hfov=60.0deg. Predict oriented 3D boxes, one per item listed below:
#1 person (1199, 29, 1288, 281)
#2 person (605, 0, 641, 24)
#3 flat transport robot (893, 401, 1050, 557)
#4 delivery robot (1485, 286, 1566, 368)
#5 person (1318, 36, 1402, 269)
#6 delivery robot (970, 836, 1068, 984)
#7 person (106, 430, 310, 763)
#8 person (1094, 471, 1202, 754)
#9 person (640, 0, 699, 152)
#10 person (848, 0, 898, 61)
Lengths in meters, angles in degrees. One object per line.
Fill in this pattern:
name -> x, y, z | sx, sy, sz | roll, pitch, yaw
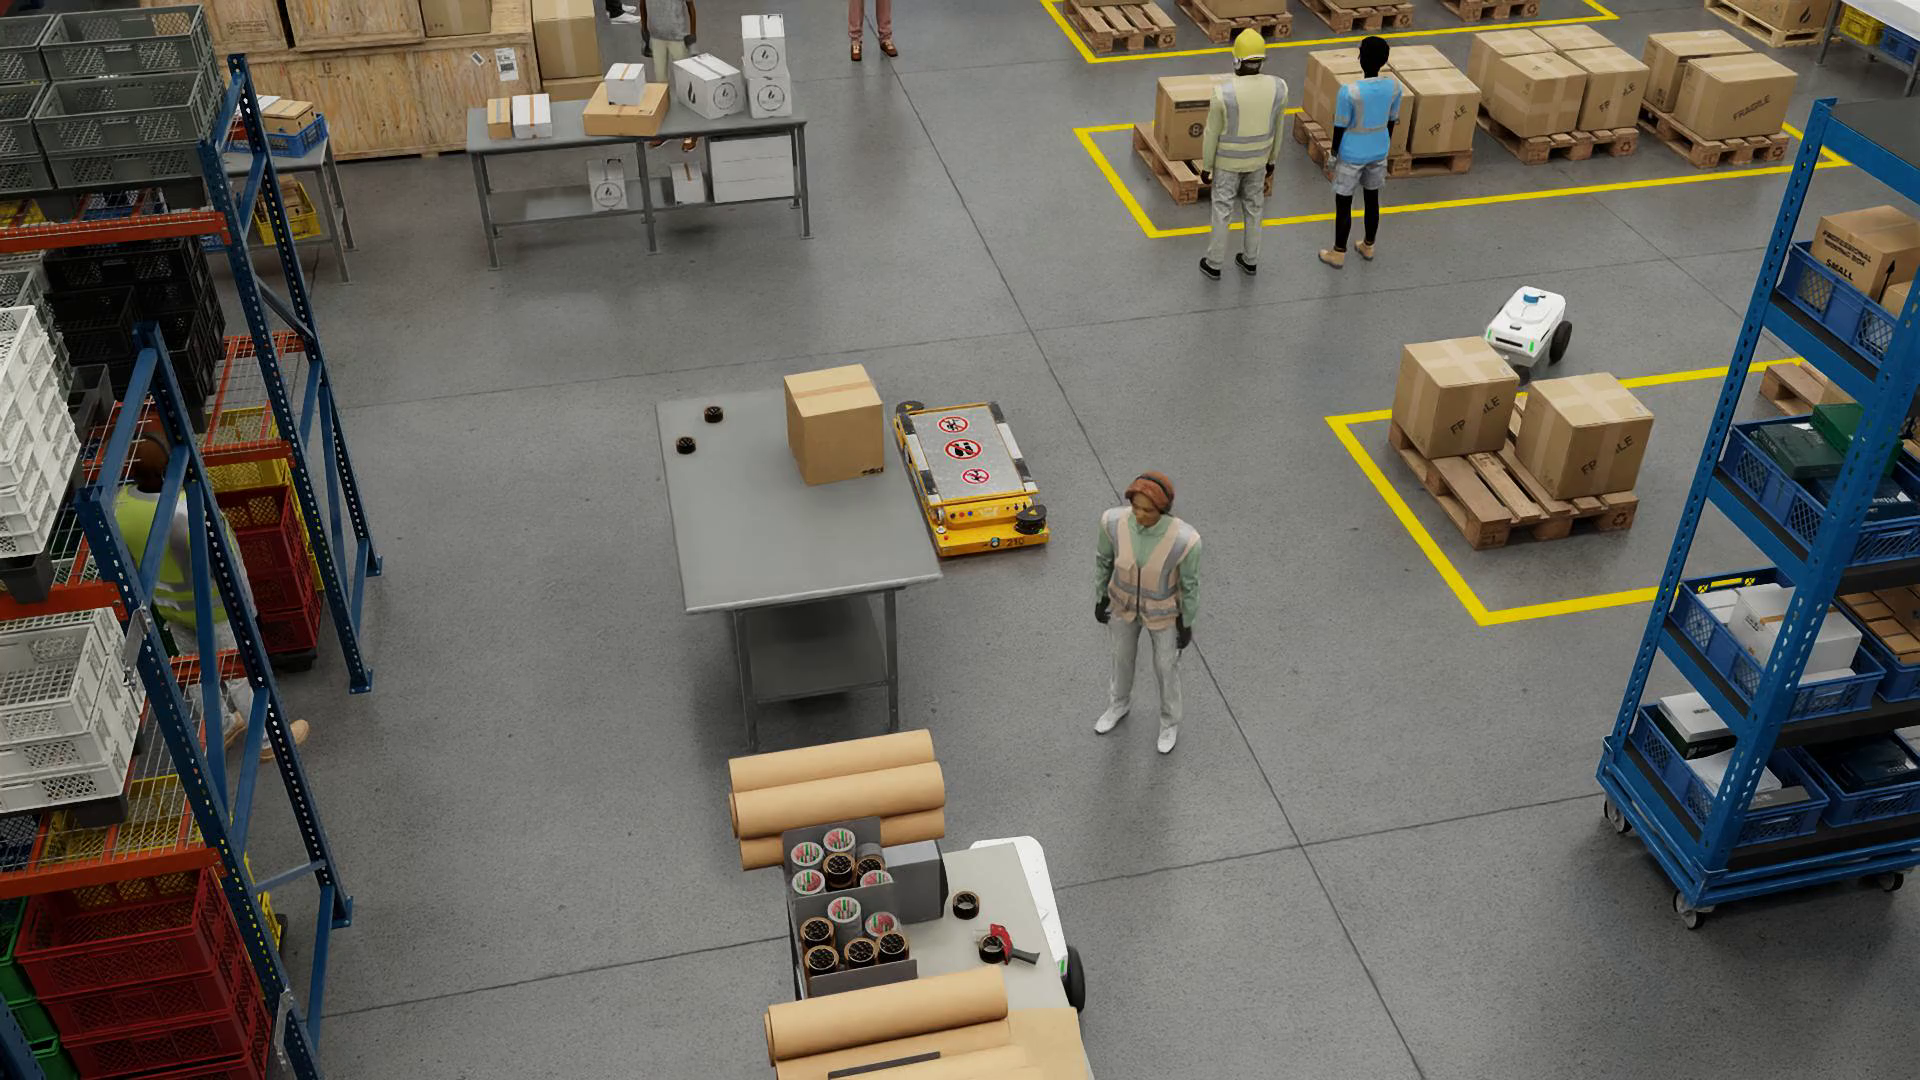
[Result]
person -> 2.005, -2.746, 11.932 | 0.595, 1.824, 0.403 | -10, 38, -13
person -> -3.442, -6.046, 16.296 | 0.388, 1.913, 0.593 | -11, 38, -15
flat transport robot -> 0.046, -0.430, 10.108 | 0.652, 0.197, 1.431 | -8, 37, -10
delivery robot -> 3.792, -1.445, 11.161 | 0.477, 0.478, 0.707 | 21, 42, 26
person -> 2.939, -2.832, 12.165 | 0.544, 1.684, 0.329 | -15, 39, -20
delivery robot -> 0.234, 1.591, 7.081 | 0.477, 0.478, 0.707 | -5, 37, -6
person -> -3.562, 0.283, 7.846 | 0.625, 1.841, 0.429 | 12, 38, 15
person -> 0.889, 0.342, 7.947 | 0.525, 1.625, 0.325 | 16, 40, 21
person -> -2.417, -4.149, 13.783 | 0.520, 1.865, 0.332 | 11, 38, 15
person -> -0.817, -5.450, 15.495 | 0.638, 1.910, 0.402 | -10, 38, -13
